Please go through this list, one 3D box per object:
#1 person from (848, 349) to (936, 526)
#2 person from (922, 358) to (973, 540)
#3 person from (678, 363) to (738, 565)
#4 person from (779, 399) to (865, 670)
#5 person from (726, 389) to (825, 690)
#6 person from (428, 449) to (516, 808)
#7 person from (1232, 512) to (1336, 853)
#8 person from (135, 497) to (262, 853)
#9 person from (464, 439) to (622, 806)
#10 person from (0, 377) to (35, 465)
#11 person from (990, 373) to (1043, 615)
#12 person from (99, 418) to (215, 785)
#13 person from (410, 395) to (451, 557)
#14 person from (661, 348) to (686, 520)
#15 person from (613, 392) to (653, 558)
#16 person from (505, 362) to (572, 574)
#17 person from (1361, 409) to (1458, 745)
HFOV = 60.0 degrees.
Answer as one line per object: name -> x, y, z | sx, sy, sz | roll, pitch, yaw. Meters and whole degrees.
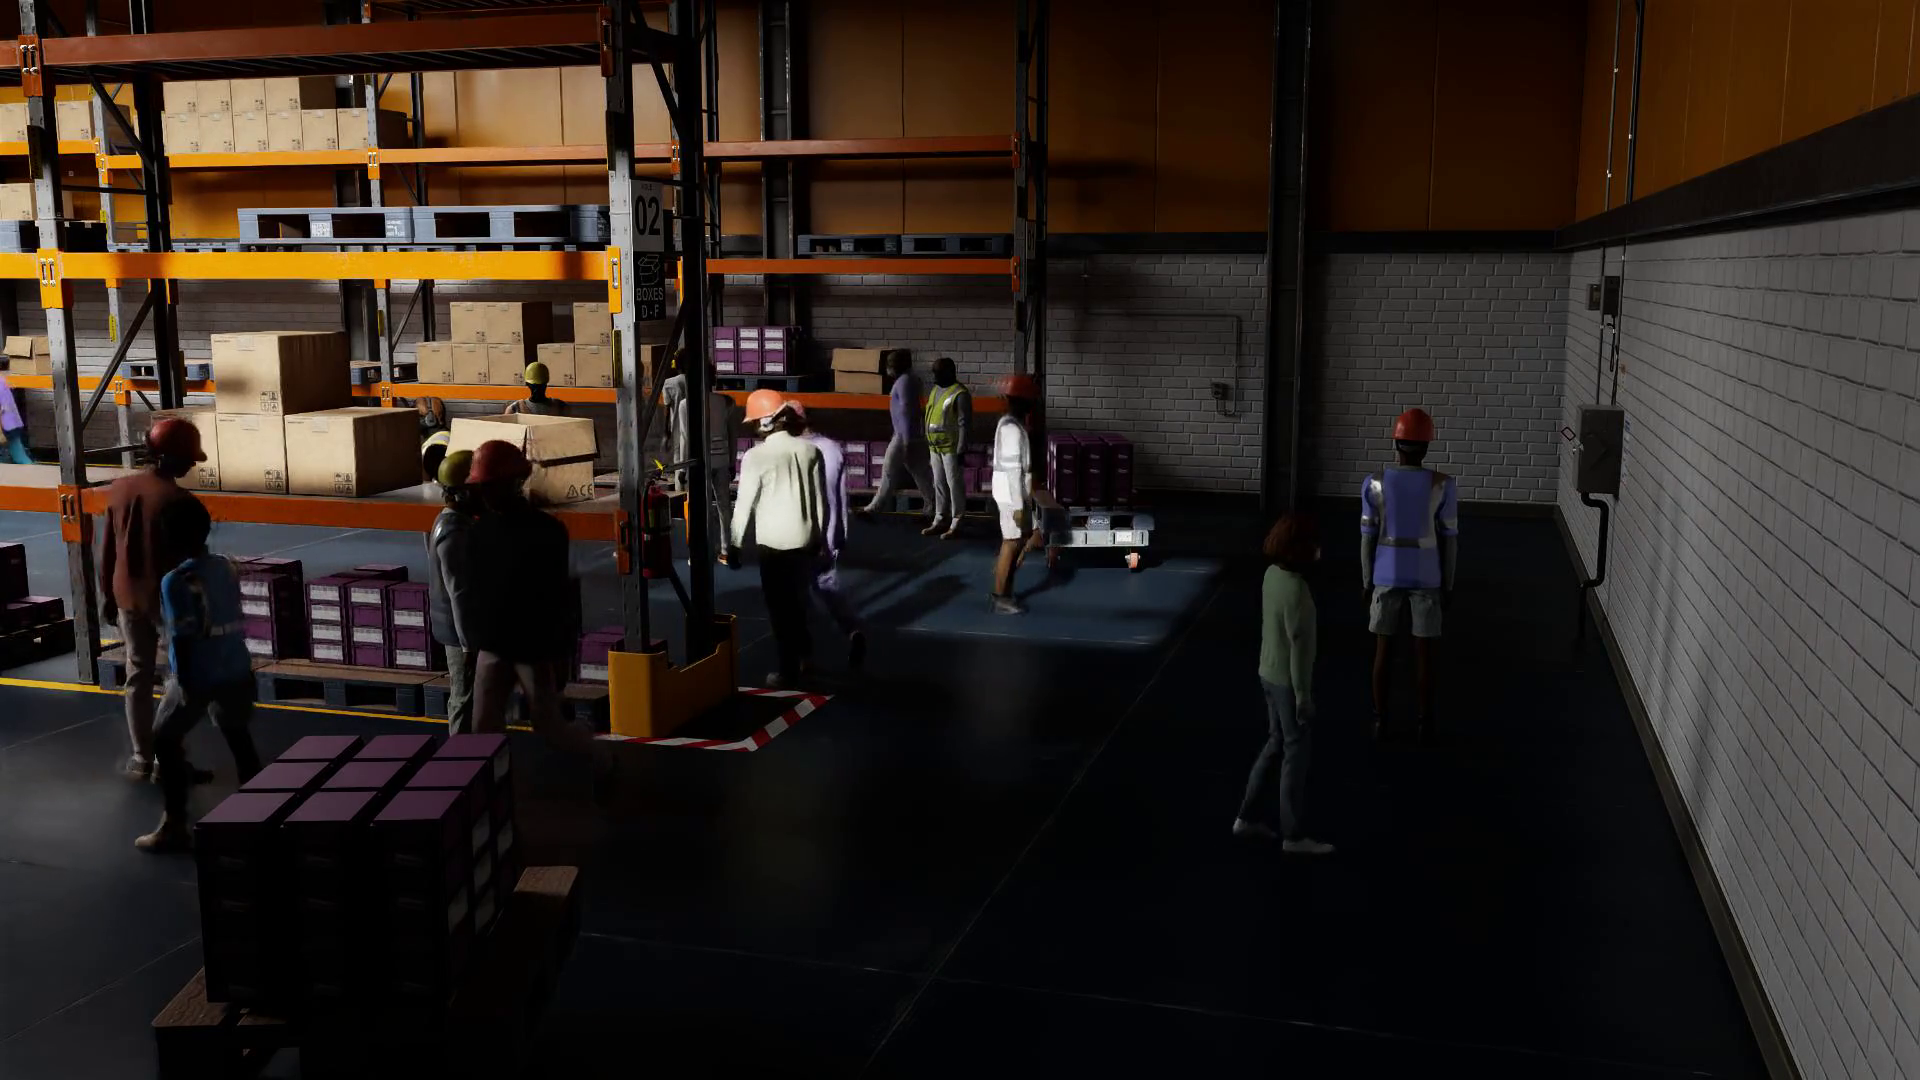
person -> -0.688, -1.070, 17.568 | 1.018, 1.871, 0.690 | 1, 9, 5
person -> -0.141, -0.923, 16.823 | 0.430, 1.837, 0.619 | -6, 11, -33
person -> -2.305, -0.688, 15.240 | 0.573, 1.883, 0.354 | -6, 11, -32
person -> -0.981, -0.005, 11.111 | 0.669, 1.878, 0.657 | -9, 13, -44
person -> -1.162, -0.002, 10.827 | 0.487, 1.953, 0.650 | 8, 12, 39
person -> -2.463, 0.458, 8.397 | 0.404, 1.836, 0.587 | -3, 10, -18
person -> 1.549, 0.672, 7.788 | 0.476, 1.618, 0.538 | -1, 9, -6
person -> -3.613, 0.635, 7.827 | 0.669, 1.674, 0.552 | 2, 9, 10
person -> -2.040, 0.480, 7.937 | 0.629, 1.947, 0.910 | 5, 10, 27
person -> -10.898, -1.228, 18.921 | 1.010, 1.770, 0.563 | -1, 9, -4
person -> 0.434, -0.351, 13.057 | 0.448, 1.918, 0.568 | 0, 9, 3
person -> -4.285, 0.329, 8.865 | 0.713, 1.955, 0.395 | 3, 10, 19
person -> -3.741, -0.117, 11.914 | 0.429, 1.837, 0.628 | -3, 10, -15
person -> -2.999, -1.145, 18.093 | 0.521, 1.862, 0.335 | -4, 10, -24
person -> -3.070, -0.747, 15.618 | 0.424, 1.873, 0.600 | -1, 9, -8
person -> -3.698, -0.616, 14.708 | 0.581, 1.919, 0.393 | -4, 10, -24
person -> 2.574, 0.214, 9.570 | 0.543, 1.939, 0.356 | 3, 10, 19
